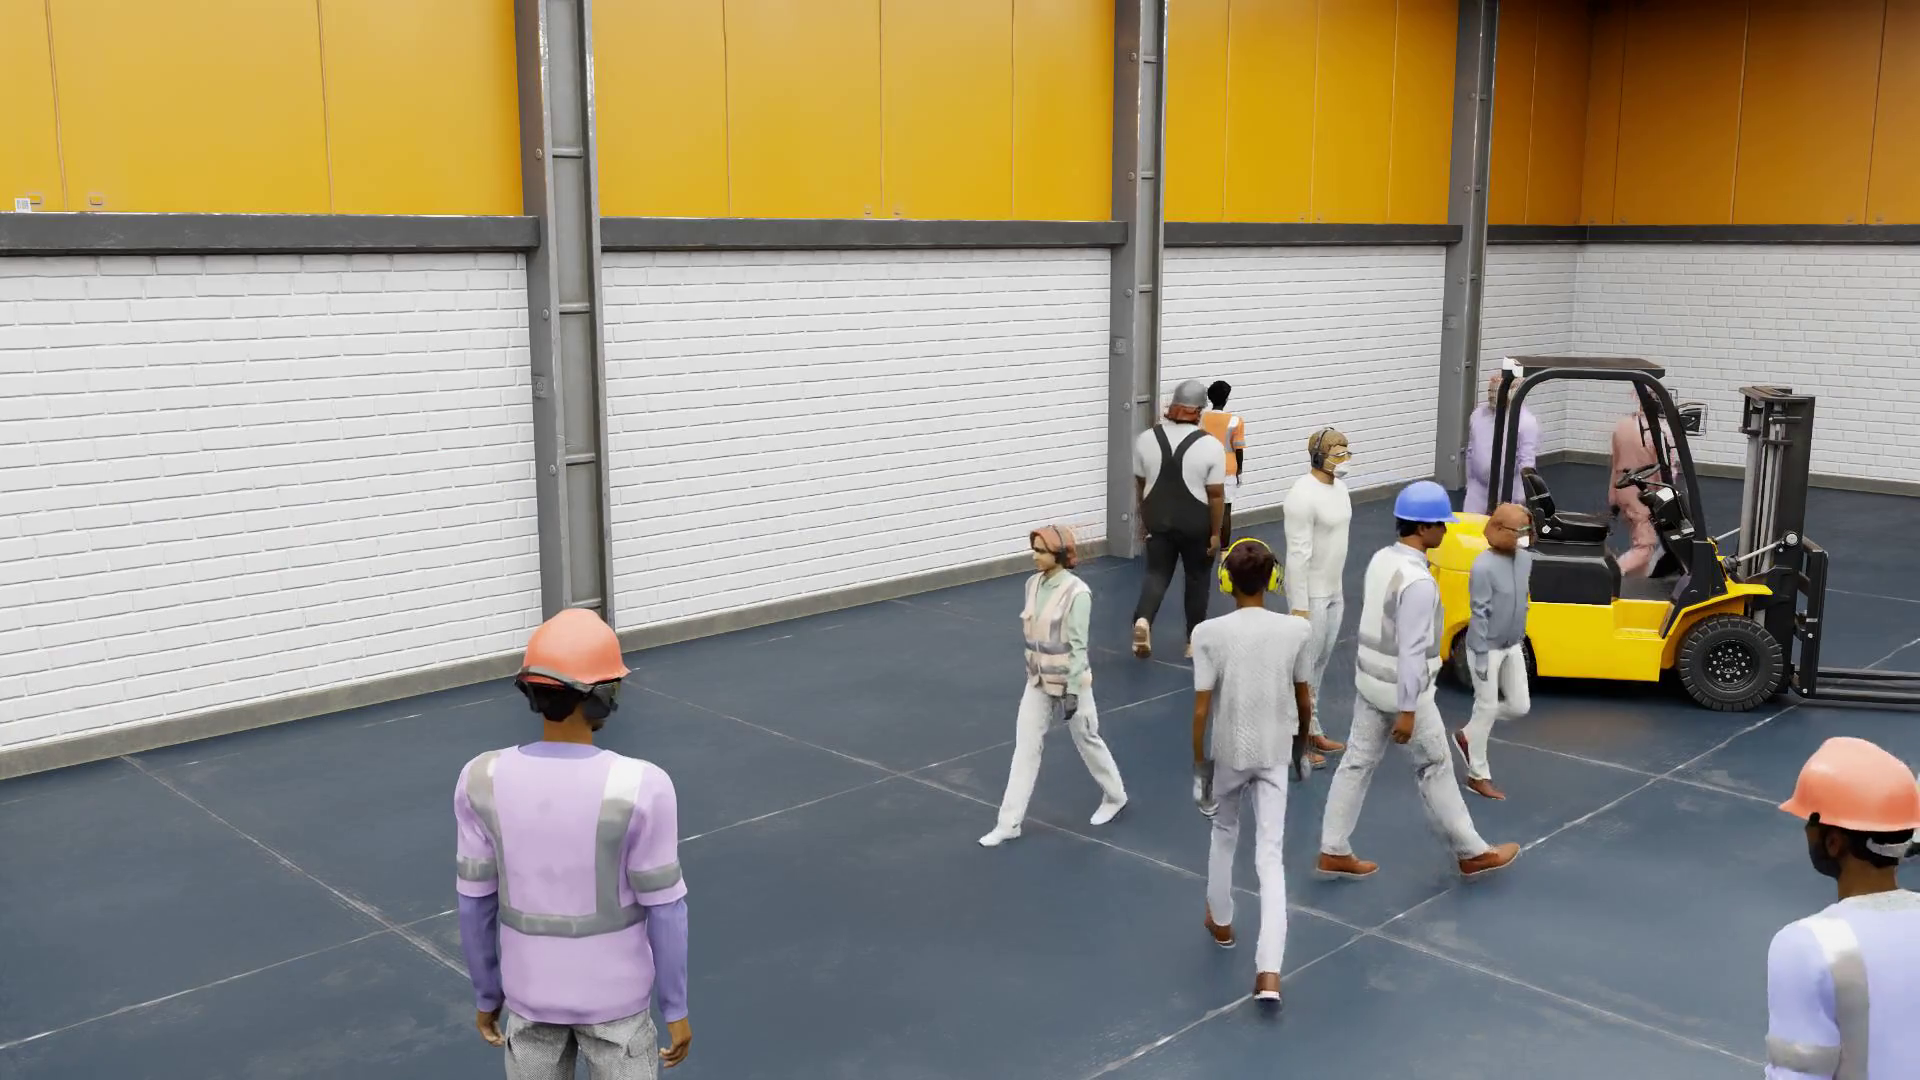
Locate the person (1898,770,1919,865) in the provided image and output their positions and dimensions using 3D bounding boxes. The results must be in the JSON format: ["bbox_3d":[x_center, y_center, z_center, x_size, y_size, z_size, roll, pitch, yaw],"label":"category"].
[{"bbox_3d":[4.938,0.674,7.976,0.923,1.789,0.609,-4,11,-23],"label":"person"}]

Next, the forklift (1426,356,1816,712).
[{"bbox_3d":[4.276,-0.101,11.076,2.313,2.155,1.214,2,11,13],"label":"forklift"}]

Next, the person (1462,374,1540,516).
[{"bbox_3d":[4.337,-0.413,13.603,0.689,1.883,0.680,-8,13,-39],"label":"person"}]

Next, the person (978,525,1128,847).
[{"bbox_3d":[0.510,0.707,8.318,0.880,1.602,0.519,-8,13,-36],"label":"person"}]

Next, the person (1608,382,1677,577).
[{"bbox_3d":[5.312,-0.305,13.075,0.831,1.882,0.652,-2,11,-13],"label":"person"}]

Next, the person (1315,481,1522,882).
[{"bbox_3d":[2.117,0.666,7.682,0.978,1.895,0.627,-1,10,-7],"label":"person"}]

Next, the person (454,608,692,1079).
[{"bbox_3d":[-1.010,1.189,4.461,0.614,2.039,0.392,2,11,9],"label":"person"}]

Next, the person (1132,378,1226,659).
[{"bbox_3d":[1.542,-0.137,11.690,0.687,2.000,0.759,6,12,28],"label":"person"}]

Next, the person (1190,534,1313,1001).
[{"bbox_3d":[1.179,0.889,6.705,0.520,1.828,0.980,1,10,5],"label":"person"}]

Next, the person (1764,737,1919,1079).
[{"bbox_3d":[1.972,1.380,3.782,0.569,1.912,0.702,-2,11,-13],"label":"person"}]

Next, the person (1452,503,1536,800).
[{"bbox_3d":[2.858,0.585,8.943,0.501,1.617,0.421,-7,12,-32],"label":"person"}]

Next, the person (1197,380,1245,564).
[{"bbox_3d":[2.347,-0.617,15.268,0.534,1.691,0.318,3,11,18],"label":"person"}]

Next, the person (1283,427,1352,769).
[{"bbox_3d":[2.034,0.316,9.498,0.356,1.938,0.633,7,13,34],"label":"person"}]
